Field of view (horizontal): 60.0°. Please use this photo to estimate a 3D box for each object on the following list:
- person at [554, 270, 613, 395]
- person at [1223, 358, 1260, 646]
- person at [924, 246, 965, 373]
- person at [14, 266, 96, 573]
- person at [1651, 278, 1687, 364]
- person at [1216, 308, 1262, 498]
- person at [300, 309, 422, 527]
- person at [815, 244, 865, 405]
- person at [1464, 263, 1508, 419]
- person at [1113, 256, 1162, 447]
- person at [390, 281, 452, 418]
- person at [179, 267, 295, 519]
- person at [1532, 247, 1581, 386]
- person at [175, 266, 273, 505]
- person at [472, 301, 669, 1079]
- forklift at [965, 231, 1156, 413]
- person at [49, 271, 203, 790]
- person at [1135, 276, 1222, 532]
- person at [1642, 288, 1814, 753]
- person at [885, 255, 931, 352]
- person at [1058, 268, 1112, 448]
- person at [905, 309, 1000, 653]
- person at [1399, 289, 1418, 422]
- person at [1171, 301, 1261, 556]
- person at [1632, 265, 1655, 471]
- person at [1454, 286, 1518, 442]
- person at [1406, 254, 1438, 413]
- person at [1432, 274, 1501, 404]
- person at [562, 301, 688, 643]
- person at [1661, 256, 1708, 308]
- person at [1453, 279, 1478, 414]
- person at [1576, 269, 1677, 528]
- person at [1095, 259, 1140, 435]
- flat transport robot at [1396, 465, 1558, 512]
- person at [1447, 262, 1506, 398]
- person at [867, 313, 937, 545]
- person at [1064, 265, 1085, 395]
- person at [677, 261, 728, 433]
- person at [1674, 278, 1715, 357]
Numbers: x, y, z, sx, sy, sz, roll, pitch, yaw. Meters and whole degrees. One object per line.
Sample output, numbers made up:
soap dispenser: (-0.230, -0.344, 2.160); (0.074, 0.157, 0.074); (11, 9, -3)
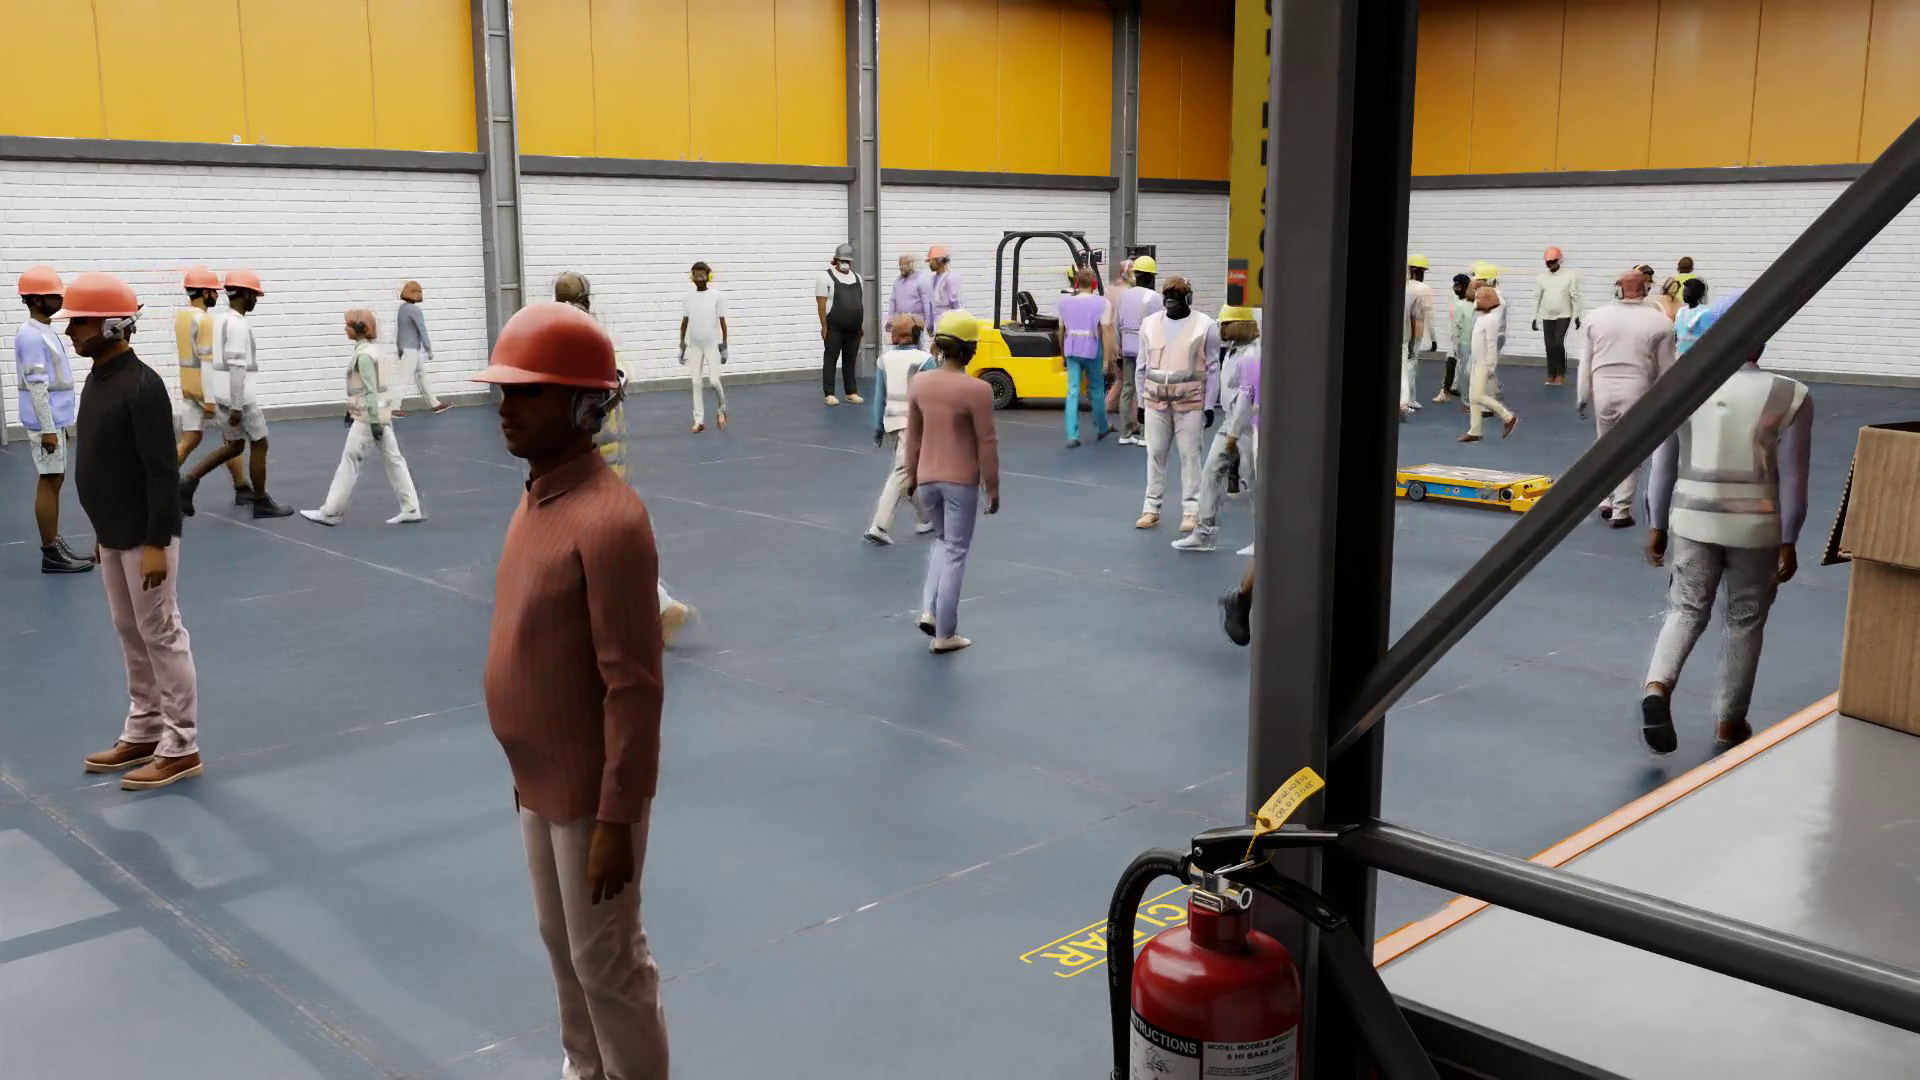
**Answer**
person: (-2.349, -0.642, 9.961); (0.647, 1.927, 0.565); (6, 12, 30)
person: (1.634, -0.317, 8.193); (0.557, 1.925, 0.631); (-6, 12, -29)
person: (-0.291, -2.950, 22.407); (1.066, 1.974, 0.623); (-5, 11, -25)
person: (-5.761, -0.759, 10.562); (0.359, 1.939, 0.543); (-4, 11, -22)
person: (8.945, -2.519, 21.121); (0.534, 1.597, 0.866); (-2, 11, -9)
person: (2.369, -1.301, 13.526); (0.726, 1.931, 0.469); (4, 11, 23)
person: (-4.393, -0.885, 12.174); (0.848, 1.594, 0.518); (-2, 11, -9)
person: (-1.463, -2.739, 21.081); (0.673, 2.000, 0.535); (-8, 13, -37)
person: (6.086, -2.287, 19.251); (0.436, 1.809, 0.585); (-1, 10, -7)
person: (1.831, -1.905, 16.847); (0.385, 1.922, 0.594); (-10, 14, -44)
person: (-6.416, -2.245, 19.626); (0.853, 1.586, 0.525); (-9, 14, -40)
person: (-5.456, -1.068, 12.360); (0.779, 1.903, 0.548); (-8, 13, -37)
person: (8.429, -3.158, 23.581); (0.508, 1.966, 0.659); (-10, 14, -44)
person: (-5.932, -1.170, 12.942); (0.555, 1.910, 0.923); (9, 14, 40)
person: (-0.820, 0.499, 3.537); (0.370, 1.996, 0.622); (-6, 12, -31)
forklift: (1.222, -2.721, 20.561); (2.313, 2.155, 1.214); (2, 11, 13)
person: (-3.225, -0.032, 6.444); (0.612, 1.995, 0.393); (10, 14, 43)
person: (1.559, -0.981, 12.037); (0.624, 1.844, 0.430); (5, 11, 25)
person: (3.087, -0.053, 6.755); (0.614, 1.927, 0.763); (9, 14, 41)
person: (-0.749, -3.042, 23.244); (1.015, 1.850, 0.641); (-9, 13, -39)
person: (1.290, -1.863, 16.976); (0.581, 1.784, 0.982); (4, 11, 21)
person: (-0.042, -0.298, 8.525); (0.558, 1.749, 0.411); (8, 13, 36)
person: (5.046, -2.283, 19.220); (0.510, 1.814, 0.944); (1, 10, 3)
person: (1.766, -0.730, 11.030); (0.779, 1.712, 0.499); (-2, 11, -11)
person: (6.105, -1.558, 15.130); (0.335, 1.864, 0.521); (6, 12, 29)
person: (5.423, -1.791, 17.071); (0.523, 1.619, 0.504); (1, 10, 4)
person: (5.498, -2.476, 20.003); (0.728, 1.898, 0.627); (-6, 12, -30)
person: (6.460, -2.548, 21.096); (0.853, 1.655, 0.565); (-3, 11, -17)
person: (-1.884, -0.316, 8.519); (0.887, 1.815, 0.633); (-2, 11, -12)
person: (10.441, -3.173, 24.020); (0.634, 1.844, 0.429); (5, 11, 25)
person: (6.160, -2.331, 19.998); (0.512, 1.619, 0.385); (0, 10, -2)
person: (4.928, -1.039, 12.242); (0.700, 1.875, 0.627); (8, 13, 37)
person: (1.811, -2.050, 17.761); (0.494, 1.881, 0.683); (-4, 11, -20)
flat transport robot: (4.113, -0.433, 13.337); (0.652, 0.197, 1.431); (-10, 14, -44)
person: (6.830, -2.749, 21.851); (0.981, 1.772, 0.570); (-2, 11, -11)
person: (-0.385, -0.778, 11.614); (0.509, 1.599, 0.868); (9, 14, 42)
person: (1.456, -2.780, 22.118); (0.463, 1.749, 0.541); (0, 10, -1)
person: (-2.798, -2.088, 18.032); (0.525, 1.860, 0.482); (2, 11, 13)
person: (7.805, -1.972, 17.931); (0.816, 1.661, 0.546); (-1, 10, -7)
